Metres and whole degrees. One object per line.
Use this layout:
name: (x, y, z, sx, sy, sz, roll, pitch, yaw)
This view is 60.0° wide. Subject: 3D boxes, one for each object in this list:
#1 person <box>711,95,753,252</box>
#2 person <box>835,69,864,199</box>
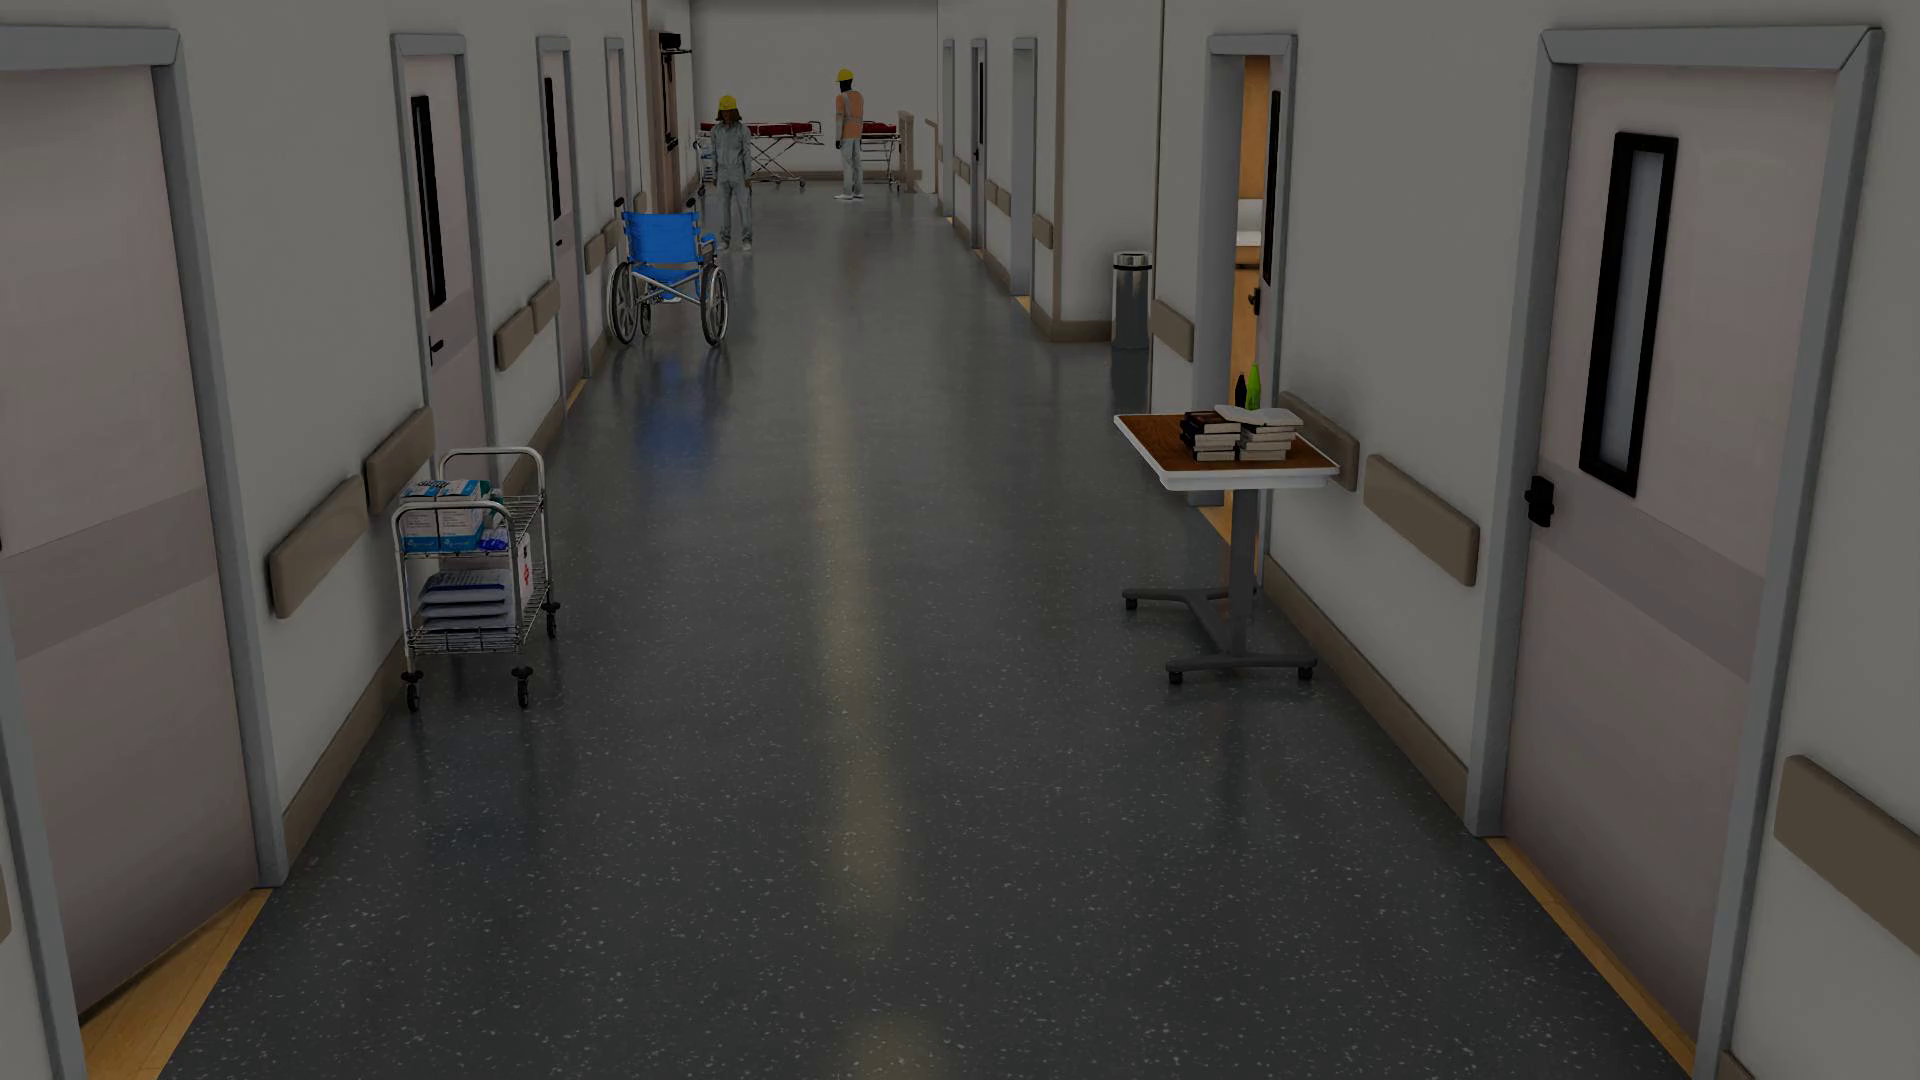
person: (-2.582, -4.122, 18.759, 0.482, 1.735, 0.339, 4, 17, 14)
person: (-1.686, -6.113, 25.093, 0.398, 1.920, 0.586, 11, 20, 33)
